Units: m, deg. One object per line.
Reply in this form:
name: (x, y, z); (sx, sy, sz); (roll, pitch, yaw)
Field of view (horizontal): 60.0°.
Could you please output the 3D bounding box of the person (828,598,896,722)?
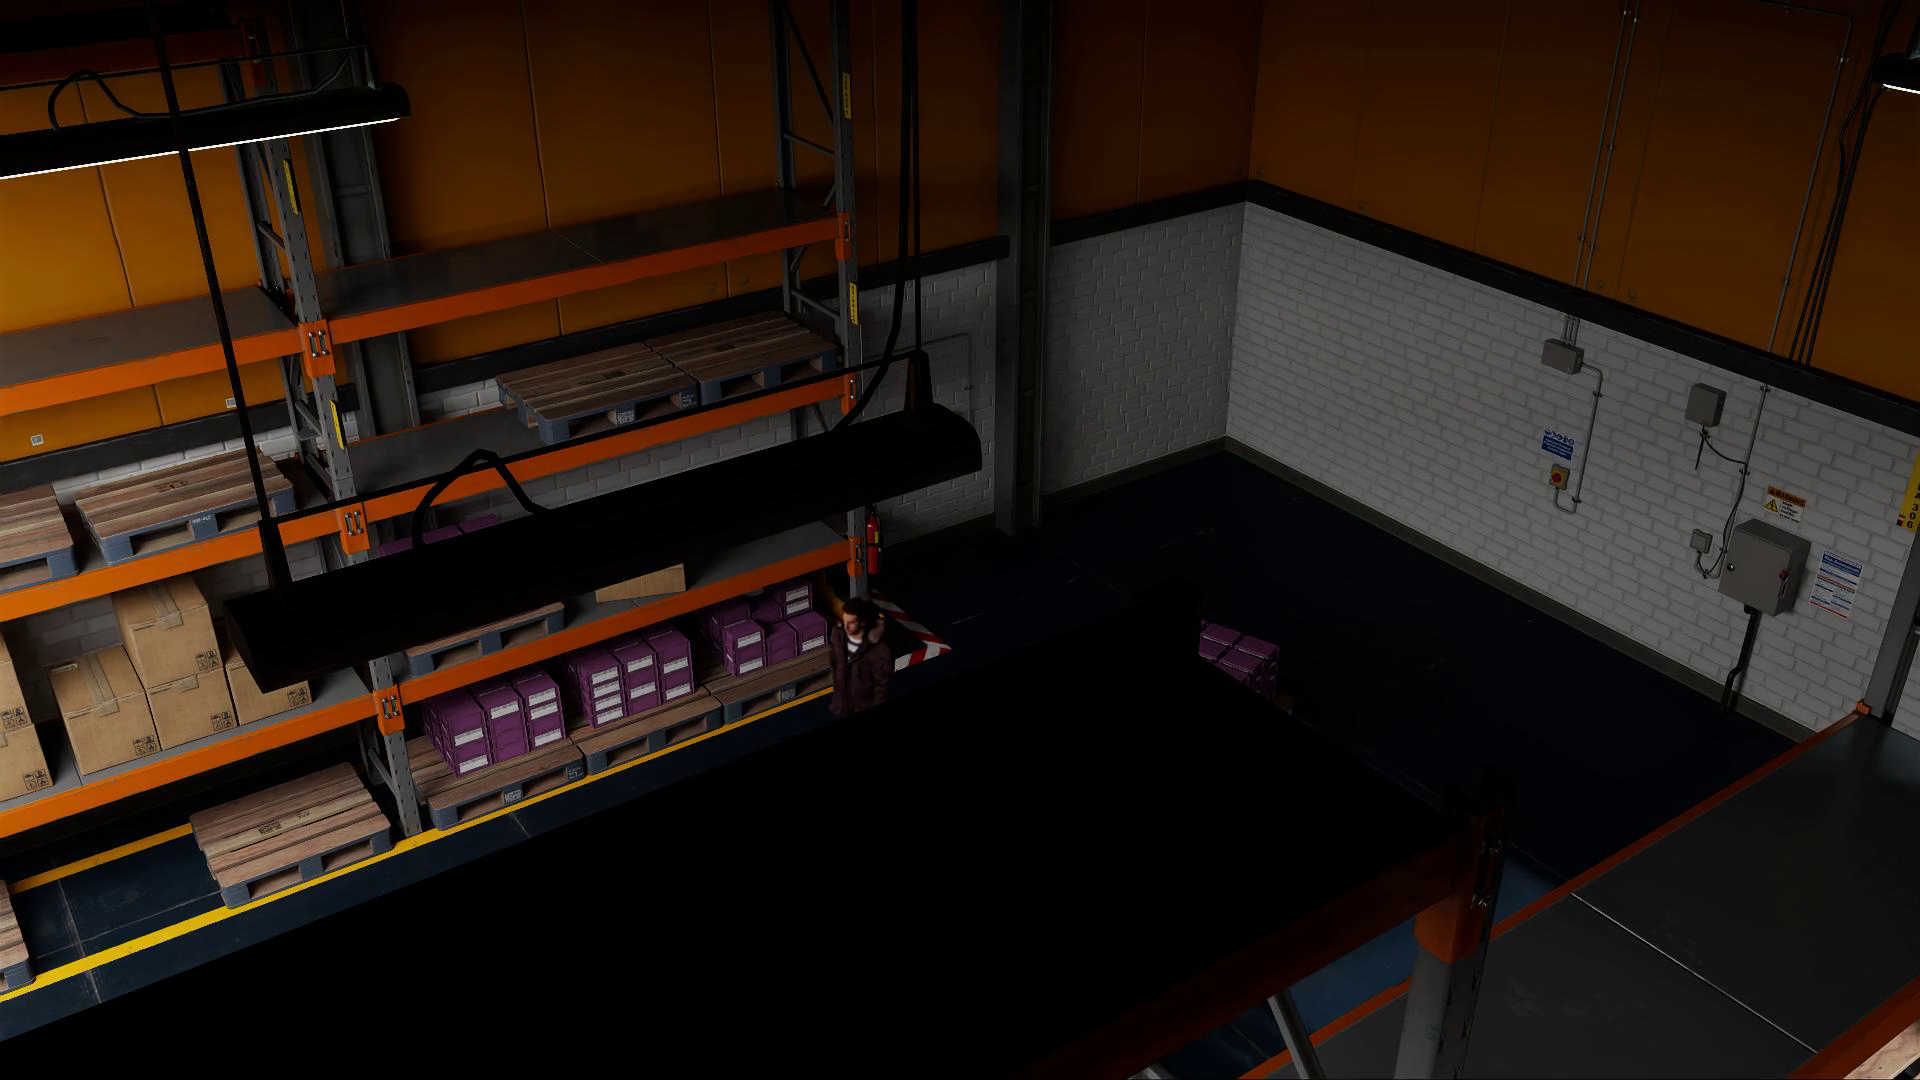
person: (-0.686, 1.201, 12.532); (0.955, 1.818, 1.094); (17, 33, 29)
